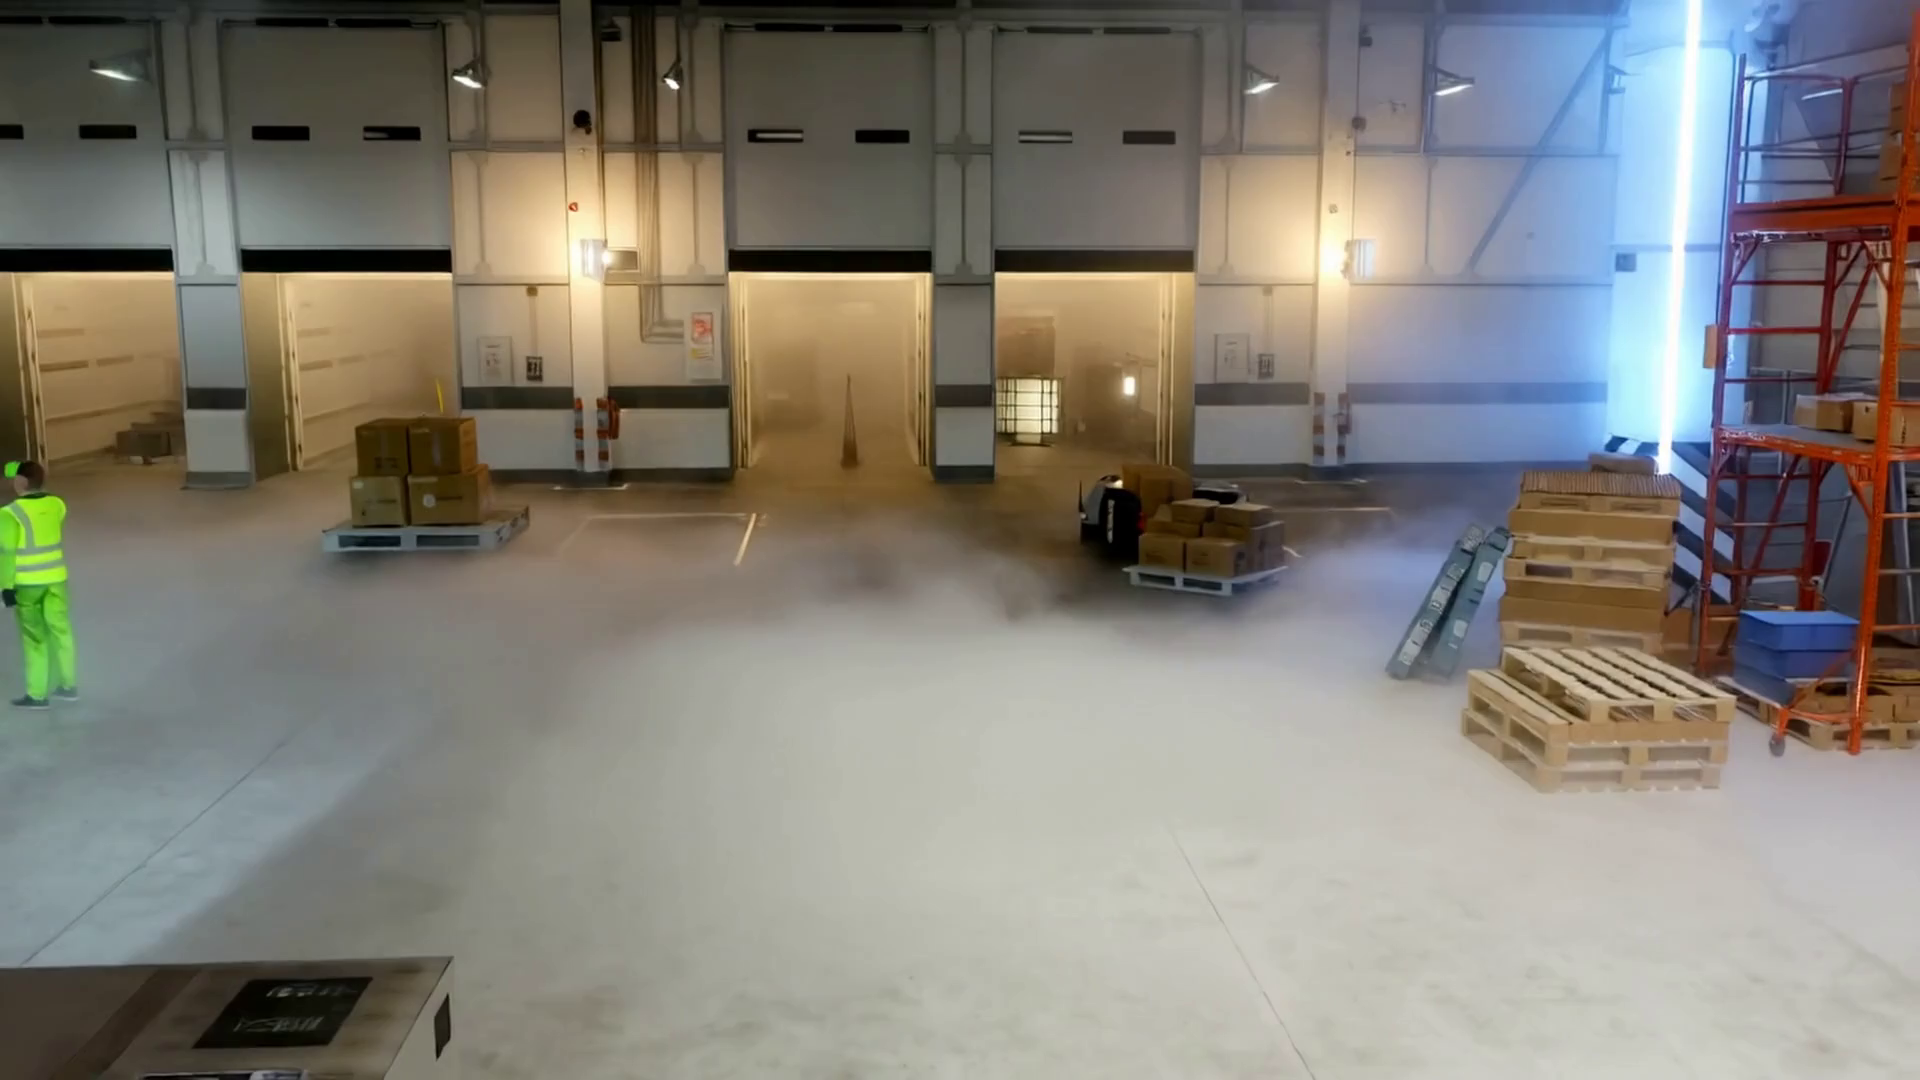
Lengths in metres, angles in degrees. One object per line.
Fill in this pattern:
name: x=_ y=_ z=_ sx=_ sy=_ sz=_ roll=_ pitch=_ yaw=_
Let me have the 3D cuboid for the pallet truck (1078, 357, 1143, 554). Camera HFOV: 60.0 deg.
pallet truck: x=2.088 y=-0.836 z=16.757 sx=1.885 sy=1.965 sz=0.823 roll=2 pitch=9 yaw=13

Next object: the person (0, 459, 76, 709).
person: x=-6.028 y=0.284 z=10.883 sx=0.311 sy=1.633 sz=0.519 roll=3 pitch=9 yaw=16
